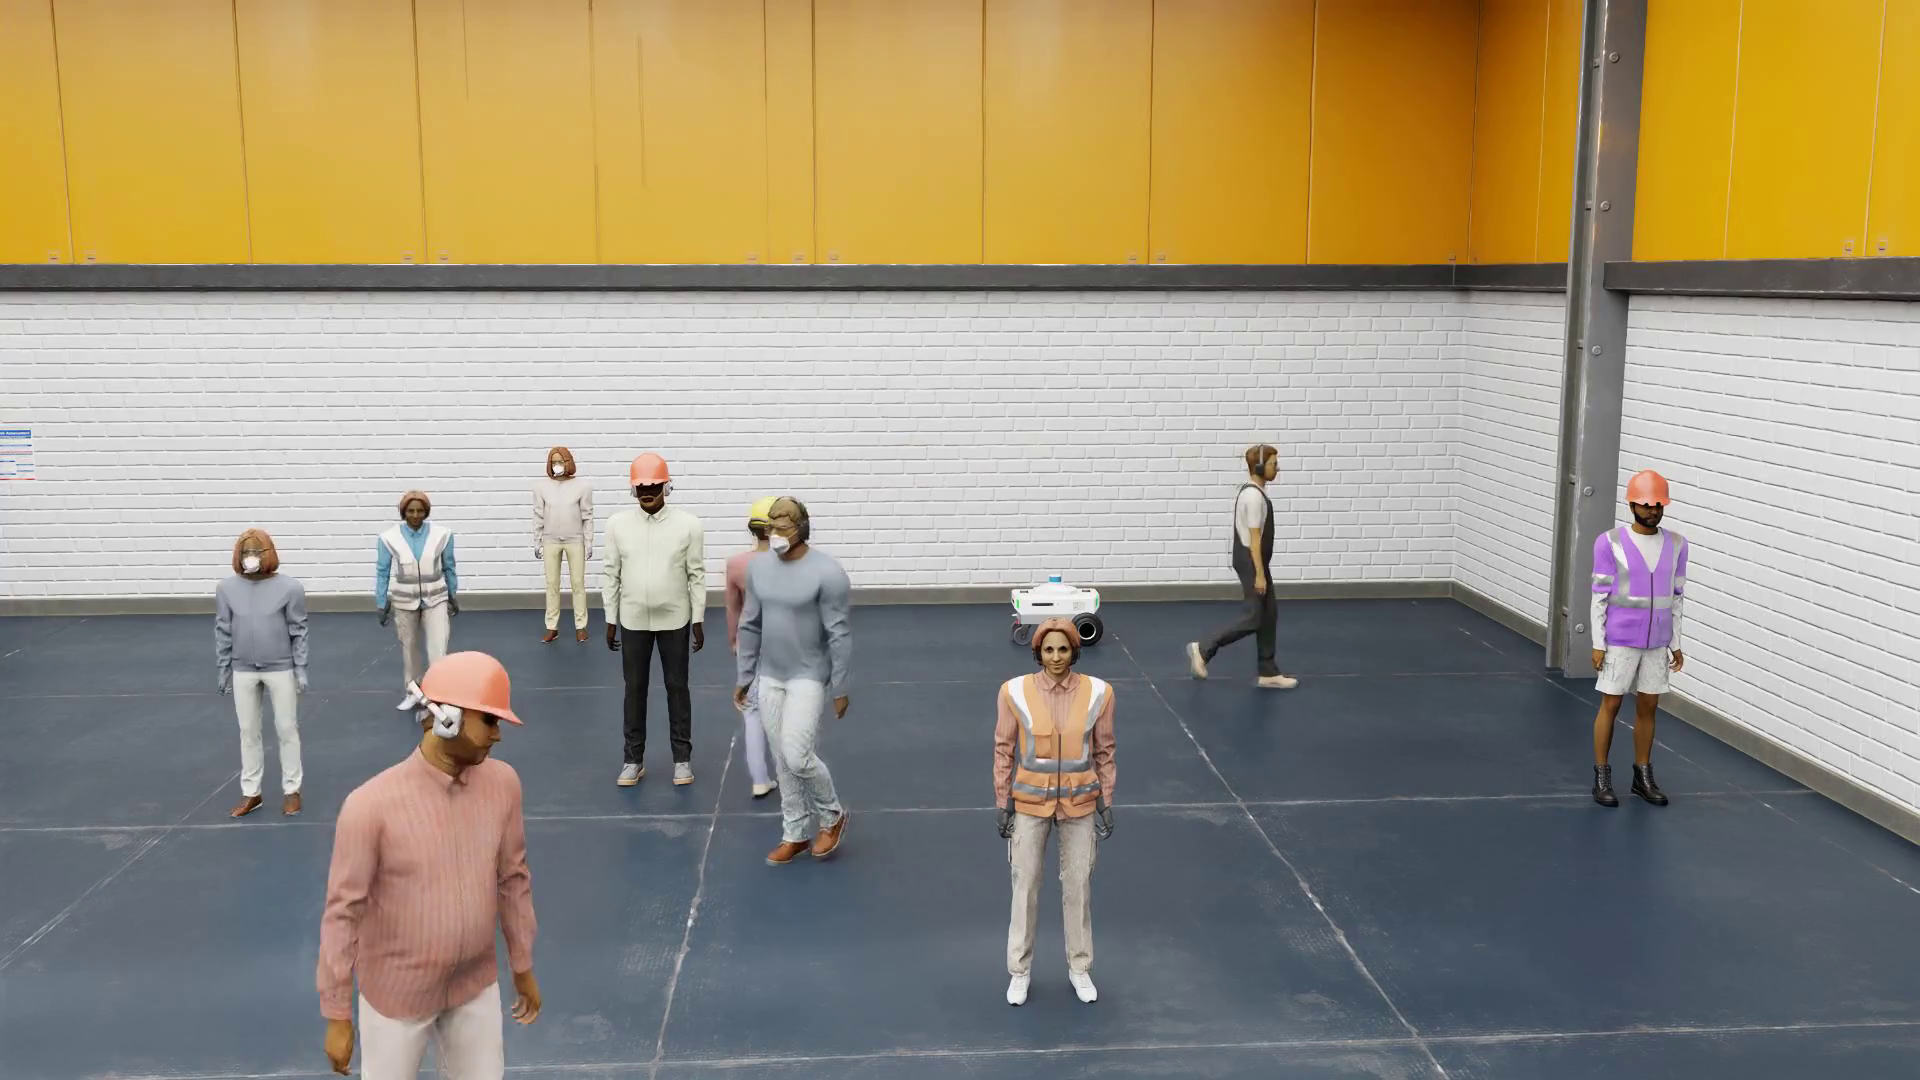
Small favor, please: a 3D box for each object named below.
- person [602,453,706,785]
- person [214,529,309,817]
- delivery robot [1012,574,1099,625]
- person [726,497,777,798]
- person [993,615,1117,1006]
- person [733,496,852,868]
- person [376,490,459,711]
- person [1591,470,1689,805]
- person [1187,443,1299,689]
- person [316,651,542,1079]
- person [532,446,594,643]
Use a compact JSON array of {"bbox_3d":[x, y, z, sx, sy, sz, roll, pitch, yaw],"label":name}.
[{"bbox_3d":[-1.817,0.472,9.897,0.614,1.994,0.381,-1,9,-4],"label":"person"},{"bbox_3d":[-3.909,0.745,9.334,0.513,1.629,0.296,-1,9,-5],"label":"person"},{"bbox_3d":[0.784,0.528,13.759,0.707,0.478,0.477,-1,9,-4],"label":"delivery robot"},{"bbox_3d":[-1.095,0.614,9.744,0.552,1.744,0.553,3,9,16],"label":"person"},{"bbox_3d":[0.394,1.120,6.938,0.517,1.641,0.308,-1,9,-4],"label":"person"},{"bbox_3d":[-0.863,0.728,8.505,0.637,1.924,0.433,7,11,36],"label":"person"},{"bbox_3d":[-3.717,0.440,11.397,0.537,1.584,0.726,-3,10,-19],"label":"person"},{"bbox_3d":[3.882,0.562,9.511,0.547,1.938,0.359,-1,9,-4],"label":"person"},{"bbox_3d":[2.088,0.201,12.145,0.744,1.826,0.524,2,9,14],"label":"person"},{"bbox_3d":[-1.573,1.300,4.840,0.407,1.954,0.742,7,12,38],"label":"person"},{"bbox_3d":[-3.282,0.037,13.769,0.506,1.631,0.273,-1,9,-4],"label":"person"}]
